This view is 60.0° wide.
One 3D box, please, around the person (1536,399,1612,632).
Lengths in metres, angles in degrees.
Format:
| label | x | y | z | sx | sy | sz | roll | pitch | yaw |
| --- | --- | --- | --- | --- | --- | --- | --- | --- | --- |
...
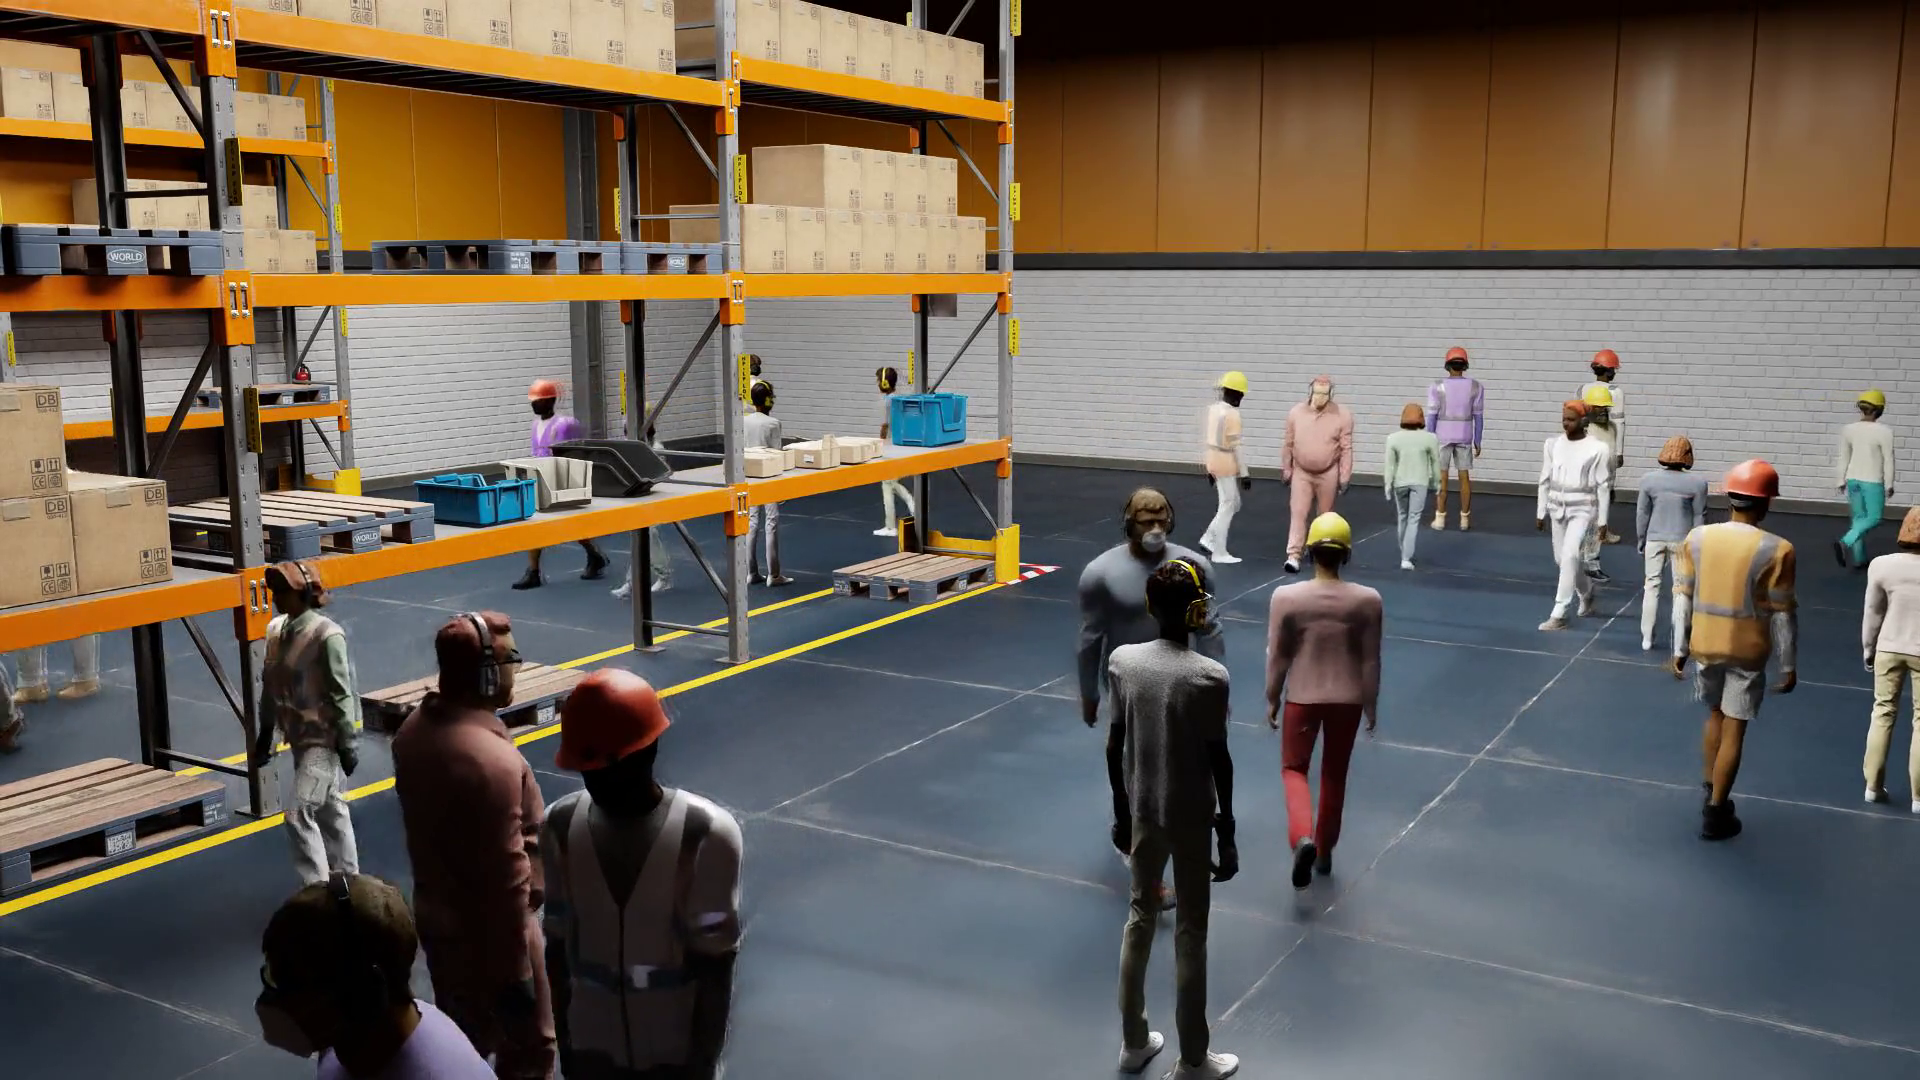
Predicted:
| label | x | y | z | sx | sy | sz | roll | pitch | yaw |
| --- | --- | --- | --- | --- | --- | --- | --- | --- | --- |
| person | 4.969 | -0.222 | 13.411 | 0.891 | 1.858 | 0.585 | -7 | 12 | -38 |

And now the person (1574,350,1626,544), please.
| label | x | y | z | sx | sy | sz | roll | pitch | yaw |
| --- | --- | --- | --- | --- | --- | --- | --- | --- | --- |
| person | 6.753 | -0.982 | 17.545 | 0.377 | 2.044 | 0.608 | -6 | 11 | -31 |

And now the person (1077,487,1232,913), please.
| label | x | y | z | sx | sy | sz | roll | pitch | yaw |
| --- | --- | --- | --- | --- | --- | --- | --- | --- | --- |
| person | 0.874 | 0.697 | 7.598 | 0.645 | 1.881 | 1.046 | -2 | 9 | -14 |

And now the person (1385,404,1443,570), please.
| label | x | y | z | sx | sy | sz | roll | pitch | yaw |
| --- | --- | --- | --- | --- | --- | --- | --- | --- | --- |
| person | 4.366 | -0.518 | 16.077 | 0.511 | 1.589 | 0.869 | 5 | 10 | 30 |

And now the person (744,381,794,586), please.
| label | x | y | z | sx | sy | sz | roll | pitch | yaw |
| --- | --- | --- | --- | --- | --- | --- | --- | --- | --- |
| person | -1.779 | -0.511 | 15.140 | 0.513 | 1.872 | 0.328 | 5 | 11 | 30 |

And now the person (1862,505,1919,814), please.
| label | x | y | z | sx | sy | sz | roll | pitch | yaw |
| --- | --- | --- | --- | --- | --- | --- | --- | --- | --- |
| person | 5.051 | 0.624 | 8.831 | 0.289 | 1.629 | 0.498 | -8 | 12 | -42 |

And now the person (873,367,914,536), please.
| label | x | y | z | sx | sy | sz | roll | pitch | yaw |
| --- | --- | --- | --- | --- | --- | --- | --- | --- | --- |
| person | -0.672 | -0.942 | 17.899 | 0.515 | 1.847 | 0.531 | 6 | 11 | 33 |

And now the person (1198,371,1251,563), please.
| label | x | y | z | sx | sy | sz | roll | pitch | yaw |
| --- | --- | --- | --- | --- | --- | --- | --- | --- | --- |
| person | 2.619 | -0.703 | 16.267 | 0.416 | 1.897 | 0.587 | -2 | 9 | -9 |

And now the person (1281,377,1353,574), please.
| label | x | y | z | sx | sy | sz | roll | pitch | yaw |
| --- | --- | --- | --- | --- | --- | --- | --- | --- | --- |
| person | 3.358 | -0.596 | 15.713 | 0.666 | 1.854 | 0.958 | 3 | 9 | 16 |

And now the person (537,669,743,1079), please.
| label | x | y | z | sx | sy | sz | roll | pitch | yaw |
| --- | --- | --- | --- | --- | --- | --- | --- | --- | --- |
| person | -0.788 | 1.242 | 4.085 | 0.535 | 1.909 | 0.519 | 1 | 9 | 7 |

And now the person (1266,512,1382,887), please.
| label | x | y | z | sx | sy | sz | roll | pitch | yaw |
| --- | --- | --- | --- | --- | --- | --- | --- | --- | --- |
| person | 1.681 | 0.748 | 7.678 | 0.529 | 1.747 | 0.643 | 1 | 9 | 5 |

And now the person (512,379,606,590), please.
| label | x | y | z | sx | sy | sz | roll | pitch | yaw |
| --- | --- | --- | --- | --- | --- | --- | --- | --- | --- |
| person | -3.658 | -0.525 | 15.148 | 0.551 | 1.906 | 0.940 | 7 | 11 | 37 |

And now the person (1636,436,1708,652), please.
| label | x | y | z | sx | sy | sz | roll | pitch | yaw |
| --- | --- | --- | --- | --- | --- | --- | --- | --- | --- |
| person | 5.330 | 0.032 | 12.485 | 0.501 | 1.633 | 0.283 | 7 | 12 | 38 |

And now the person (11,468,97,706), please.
| label | x | y | z | sx | sy | sz | roll | pitch | yaw |
| --- | --- | --- | --- | --- | --- | --- | --- | --- | --- |
| person | -6.022 | 0.199 | 10.903 | 0.620 | 1.814 | 0.714 | 3 | 9 | 16 |

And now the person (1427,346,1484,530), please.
| label | x | y | z | sx | sy | sz | roll | pitch | yaw |
| --- | --- | --- | --- | --- | --- | --- | --- | --- | --- |
| person | 5.470 | -1.126 | 18.447 | 0.615 | 2.038 | 0.396 | 1 | 9 | 5 |

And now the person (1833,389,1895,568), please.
| label | x | y | z | sx | sy | sz | roll | pitch | yaw |
| --- | --- | --- | --- | --- | --- | --- | --- | --- | --- |
| person | 8.610 | -0.571 | 15.876 | 0.643 | 1.750 | 0.536 | -4 | 10 | -22 |

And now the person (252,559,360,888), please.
| label | x | y | z | sx | sy | sz | roll | pitch | yaw |
| --- | --- | --- | --- | --- | --- | --- | --- | --- | --- |
| person | -2.841 | 0.889 | 7.173 | 0.517 | 1.621 | 0.602 | 8 | 12 | 42 |

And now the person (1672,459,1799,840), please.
| label | x | y | z | sx | sy | sz | roll | pitch | yaw |
| --- | --- | --- | --- | --- | --- | --- | --- | --- | --- |
| person | 3.964 | 0.544 | 8.413 | 0.660 | 1.912 | 0.565 | -7 | 12 | -38 |

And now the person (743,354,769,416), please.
| label | x | y | z | sx | sy | sz | roll | pitch | yaw |
| --- | --- | --- | --- | --- | --- | --- | --- | --- | --- |
| person | -2.578 | -1.385 | 20.682 | 0.635 | 1.842 | 0.429 | 9 | 13 | 43 |

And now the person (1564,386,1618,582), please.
| label | x | y | z | sx | sy | sz | roll | pitch | yaw |
| --- | --- | --- | --- | --- | --- | --- | --- | --- | --- |
| person | 5.792 | -0.504 | 15.265 | 0.593 | 1.822 | 0.404 | -5 | 10 | -27 |

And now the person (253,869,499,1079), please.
| label | x | y | z | sx | sy | sz | roll | pitch | yaw |
| --- | --- | --- | --- | --- | --- | --- | --- | --- | --- |
| person | -0.956 | 1.465 | 2.732 | 0.936 | 1.894 | 0.687 | -5 | 11 | -30 |

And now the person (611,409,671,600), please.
| label | x | y | z | sx | sy | sz | roll | pitch | yaw |
| --- | --- | --- | --- | --- | --- | --- | --- | --- | --- |
| person | -2.833 | -0.332 | 14.556 | 0.500 | 1.695 | 0.895 | 6 | 11 | 35 |

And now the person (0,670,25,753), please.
| label | x | y | z | sx | sy | sz | roll | pitch | yaw |
| --- | --- | --- | --- | --- | --- | --- | --- | --- | --- |
| person | -5.825 | 0.327 | 9.769 | 0.647 | 1.924 | 0.476 | 4 | 10 | 22 |

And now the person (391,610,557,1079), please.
| label | x | y | z | sx | sy | sz | roll | pitch | yaw |
| --- | --- | --- | --- | --- | --- | --- | --- | --- | --- |
| person | -1.459 | 1.141 | 4.814 | 0.743 | 1.884 | 0.648 | -7 | 12 | -38 |

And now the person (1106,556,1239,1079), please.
| label | x | y | z | sx | sy | sz | roll | pitch | yaw |
| --- | --- | --- | --- | --- | --- | --- | --- | --- | --- |
| person | 0.750 | 0.981 | 5.829 | 0.513 | 1.872 | 0.328 | 7 | 11 | 37 |
